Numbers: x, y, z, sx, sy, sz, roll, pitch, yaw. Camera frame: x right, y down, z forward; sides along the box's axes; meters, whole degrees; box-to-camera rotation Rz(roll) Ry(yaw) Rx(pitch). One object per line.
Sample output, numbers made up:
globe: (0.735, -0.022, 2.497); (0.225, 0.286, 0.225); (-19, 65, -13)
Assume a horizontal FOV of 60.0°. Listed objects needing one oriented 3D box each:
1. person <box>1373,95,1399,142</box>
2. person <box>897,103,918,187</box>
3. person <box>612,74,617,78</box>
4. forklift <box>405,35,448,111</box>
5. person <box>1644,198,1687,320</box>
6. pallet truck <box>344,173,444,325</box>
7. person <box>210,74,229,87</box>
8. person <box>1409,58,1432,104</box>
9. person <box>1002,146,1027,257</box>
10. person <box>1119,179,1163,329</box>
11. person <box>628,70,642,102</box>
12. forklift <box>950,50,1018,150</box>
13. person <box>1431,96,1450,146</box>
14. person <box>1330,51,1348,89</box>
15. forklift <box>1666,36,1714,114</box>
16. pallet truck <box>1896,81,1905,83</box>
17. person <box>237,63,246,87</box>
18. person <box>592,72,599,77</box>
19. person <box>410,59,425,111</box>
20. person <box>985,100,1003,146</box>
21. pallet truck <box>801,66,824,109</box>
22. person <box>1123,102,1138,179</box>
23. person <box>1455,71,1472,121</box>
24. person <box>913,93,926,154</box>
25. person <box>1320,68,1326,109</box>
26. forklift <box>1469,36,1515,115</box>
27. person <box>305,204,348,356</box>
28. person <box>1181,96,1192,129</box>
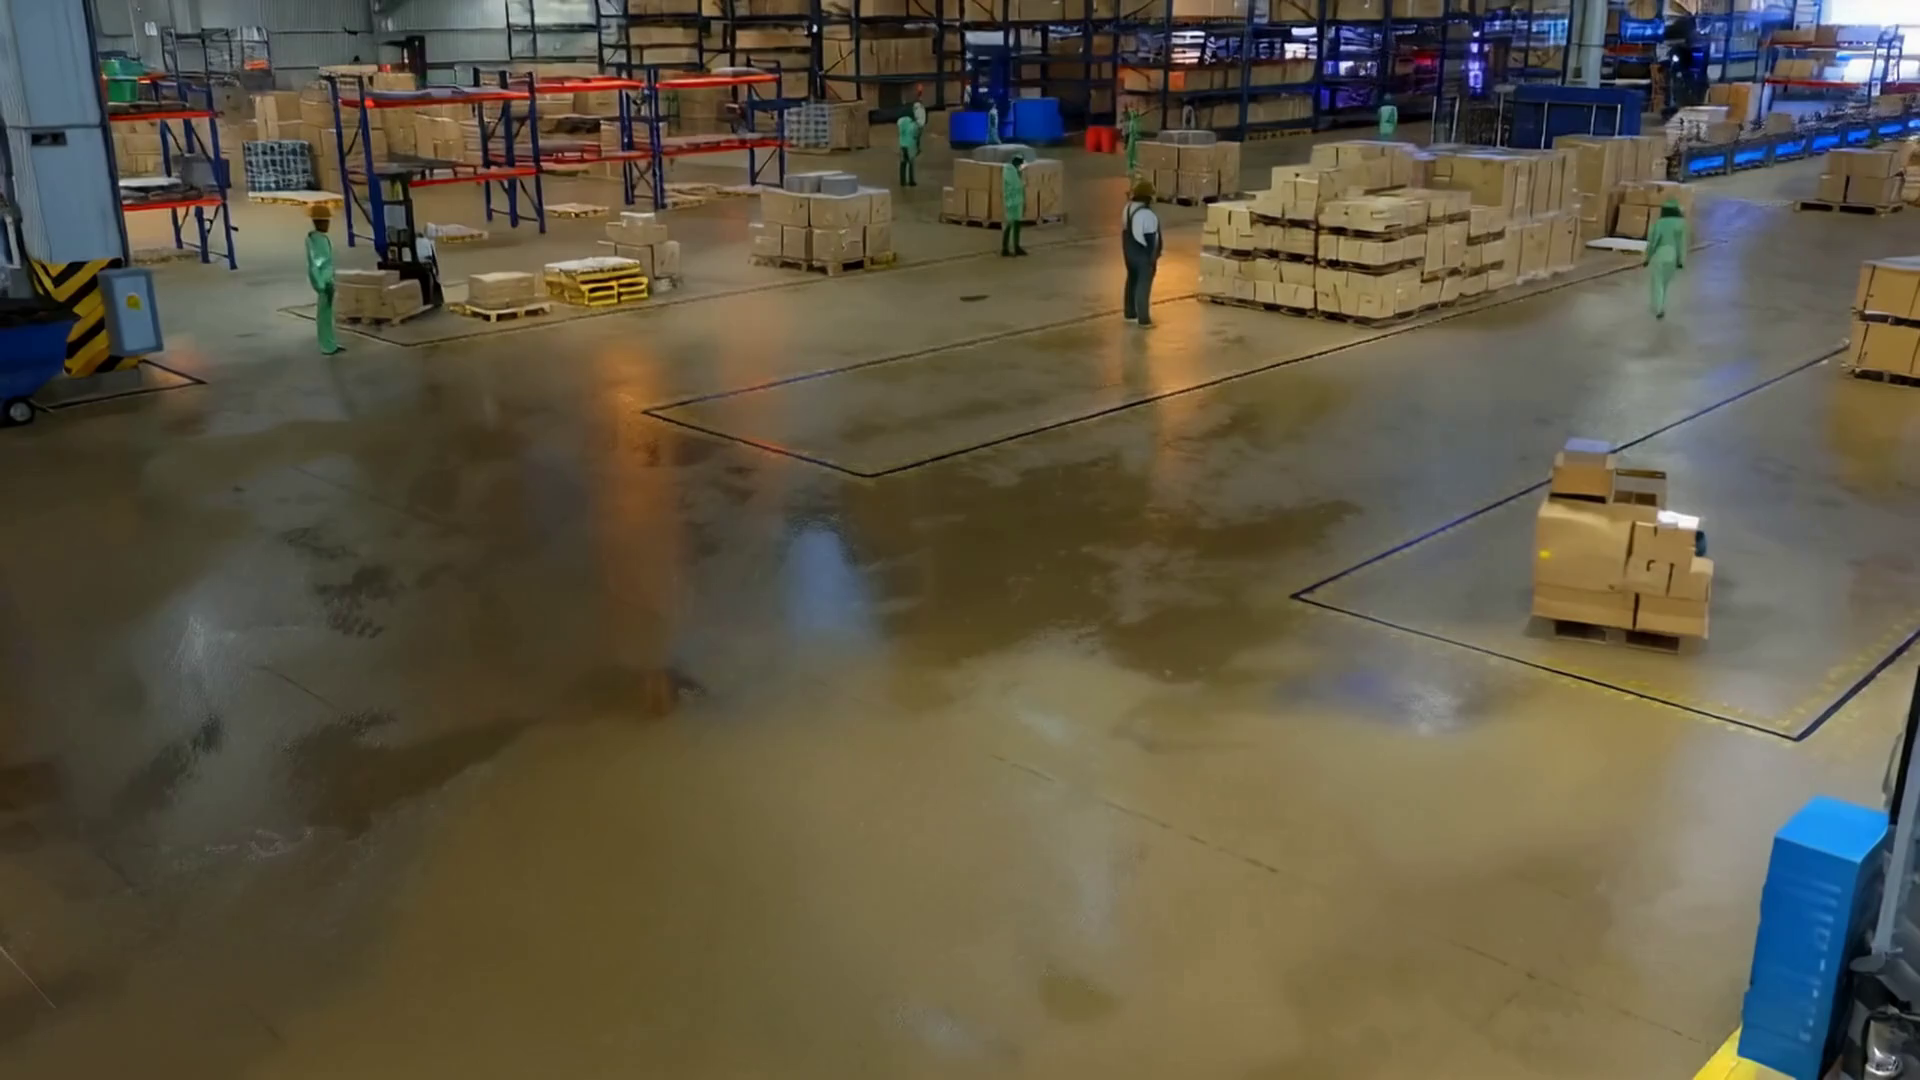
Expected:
person: (11.179, -10.757, 43.808); (0.576, 1.873, 0.928); (16, 24, 40)
person: (-1.231, -9.367, 39.455); (0.606, 1.958, 0.379); (15, 24, 38)
person: (-10.968, -13.993, 53.452); (0.639, 1.916, 0.750); (-5, 19, -14)
forklift: (-20.707, -17.881, 63.655); (1.129, 2.768, 1.873); (17, 25, 41)
person: (10.070, -4.017, 23.734); (0.500, 1.701, 0.889); (3, 19, 8)
pallet truck: (-8.209, -4.181, 23.757); (0.823, 1.965, 1.885); (3, 19, 9)
person: (-24.003, -14.164, 54.013); (0.632, 1.898, 1.027); (-9, 21, -26)
person: (18.745, -18.647, 67.589); (1.031, 1.849, 0.648); (-9, 20, -26)
person: (0.983, -5.927, 29.138); (0.541, 1.928, 0.398); (-16, 24, -40)
person: (2.544, -3.961, 23.029); (0.536, 2.000, 0.673); (-10, 21, -27)
person: (-11.032, -14.861, 56.082); (0.595, 1.914, 0.404); (-9, 20, -26)
forklift: (0.682, -12.765, 48.241); (1.129, 2.768, 1.873); (17, 25, 41)
person: (13.650, -11.835, 47.422); (0.538, 1.606, 0.730); (15, 24, 38)
person: (17.188, -21.188, 75.295); (0.901, 1.802, 0.654); (-16, 24, -39)
forklift: (27.341, -17.291, 61.877); (1.129, 2.768, 1.873); (17, 25, 41)
pallet truck: (34.802, -16.331, 61.455); (0.653, 1.274, 1.630); (17, 25, 41)
person: (-25.554, -16.007, 59.392); (0.611, 1.996, 0.379); (9, 21, 26)
person: (-12.233, -14.792, 55.994); (0.452, 1.828, 0.630); (-14, 23, -36)
person: (-20.905, -17.466, 63.884); (0.549, 1.936, 0.368); (5, 19, 15)
person: (0.973, -11.378, 46.071); (0.859, 1.599, 0.531); (0, 18, 1)
pallet truck: (-4.812, -15.182, 56.903); (0.823, 1.965, 1.885); (-9, 21, -26)
person: (4.222, -9.855, 41.062); (0.315, 1.864, 0.528); (9, 20, 24)
person: (17.903, -15.810, 59.240); (0.528, 1.709, 0.940); (3, 19, 8)
person: (-1.158, -11.850, 47.333); (0.315, 1.696, 0.540); (7, 19, 19)
person: (13.382, -16.894, 62.003); (0.403, 2.036, 0.609); (-5, 19, -14)
forklift: (19.973, -17.201, 61.605); (1.873, 2.768, 1.129); (16, 24, 40)
person: (-8.145, -3.336, 21.321); (0.366, 1.927, 0.585); (-4, 19, -11)
person: (6.408, -11.735, 47.077); (0.313, 1.639, 0.523); (7, 20, 20)
